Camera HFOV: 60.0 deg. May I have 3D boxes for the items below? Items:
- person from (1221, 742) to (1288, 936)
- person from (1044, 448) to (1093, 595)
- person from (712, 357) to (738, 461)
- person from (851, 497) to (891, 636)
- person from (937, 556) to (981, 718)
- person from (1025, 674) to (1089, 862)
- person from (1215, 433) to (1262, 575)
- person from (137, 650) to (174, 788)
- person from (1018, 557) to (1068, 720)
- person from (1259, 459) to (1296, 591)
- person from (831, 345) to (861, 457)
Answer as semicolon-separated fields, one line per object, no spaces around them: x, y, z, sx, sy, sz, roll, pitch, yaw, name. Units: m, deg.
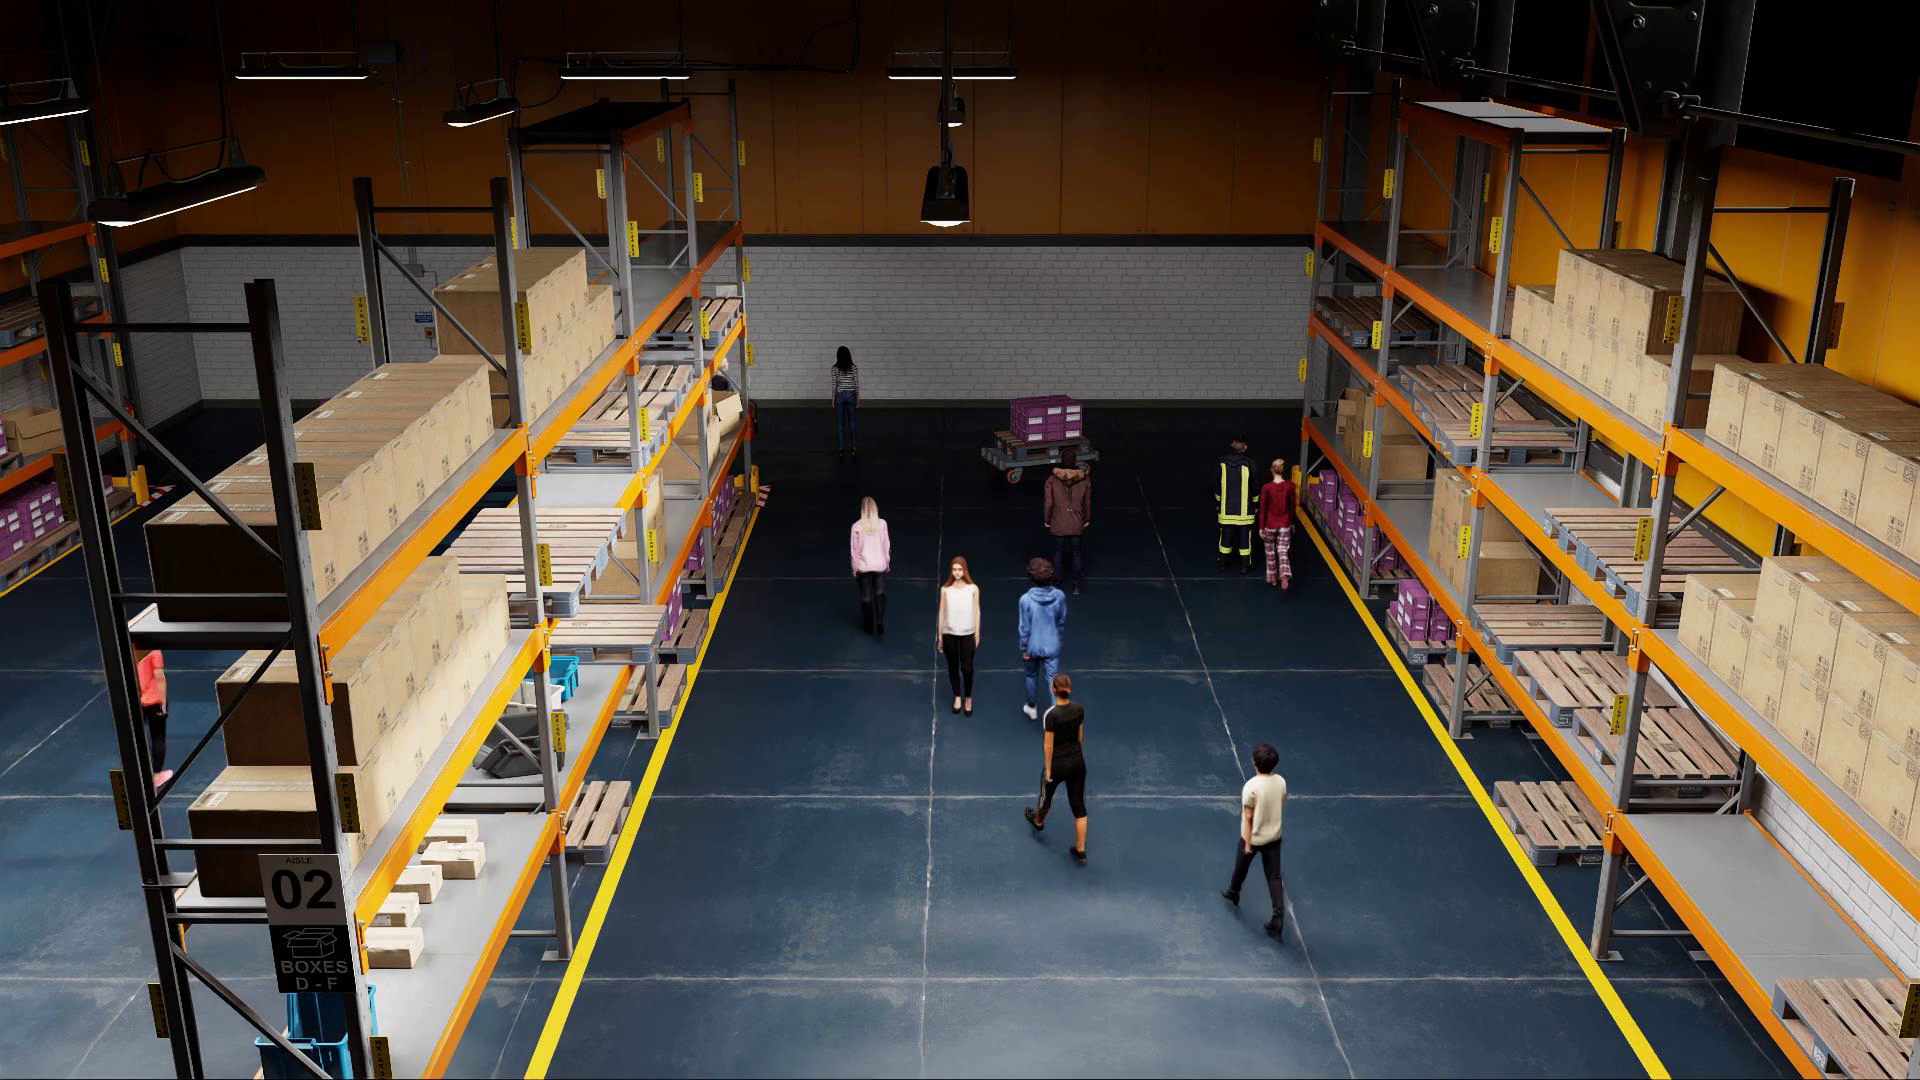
2.433;2.397;13.174;0.857;1.546;1.076;-8;20;-23;person
1.321;-0.228;20.499;0.781;1.847;0.703;-2;19;-6;person
-3.729;-1.985;25.934;0.912;1.707;0.986;16;24;39;person
-1.010;0.332;19.099;0.729;1.680;0.881;-5;19;-14;person
-0.007;0.957;17.193;0.607;1.710;0.629;3;19;8;person
0.941;1.979;14.288;0.932;1.627;1.175;-9;21;-26;person
3.539;-0.485;21.242;0.849;1.860;0.833;7;20;20;person
-7.639;1.547;15.498;0.649;1.674;0.801;1;19;2;person
0.854;1.073;16.736;0.757;1.783;1.092;-3;19;-8;person
3.940;-0.159;20.550;0.667;1.683;0.898;-1;19;-2;person
-1.824;-2.210;26.465;0.605;1.796;0.510;-2;19;-5;person
